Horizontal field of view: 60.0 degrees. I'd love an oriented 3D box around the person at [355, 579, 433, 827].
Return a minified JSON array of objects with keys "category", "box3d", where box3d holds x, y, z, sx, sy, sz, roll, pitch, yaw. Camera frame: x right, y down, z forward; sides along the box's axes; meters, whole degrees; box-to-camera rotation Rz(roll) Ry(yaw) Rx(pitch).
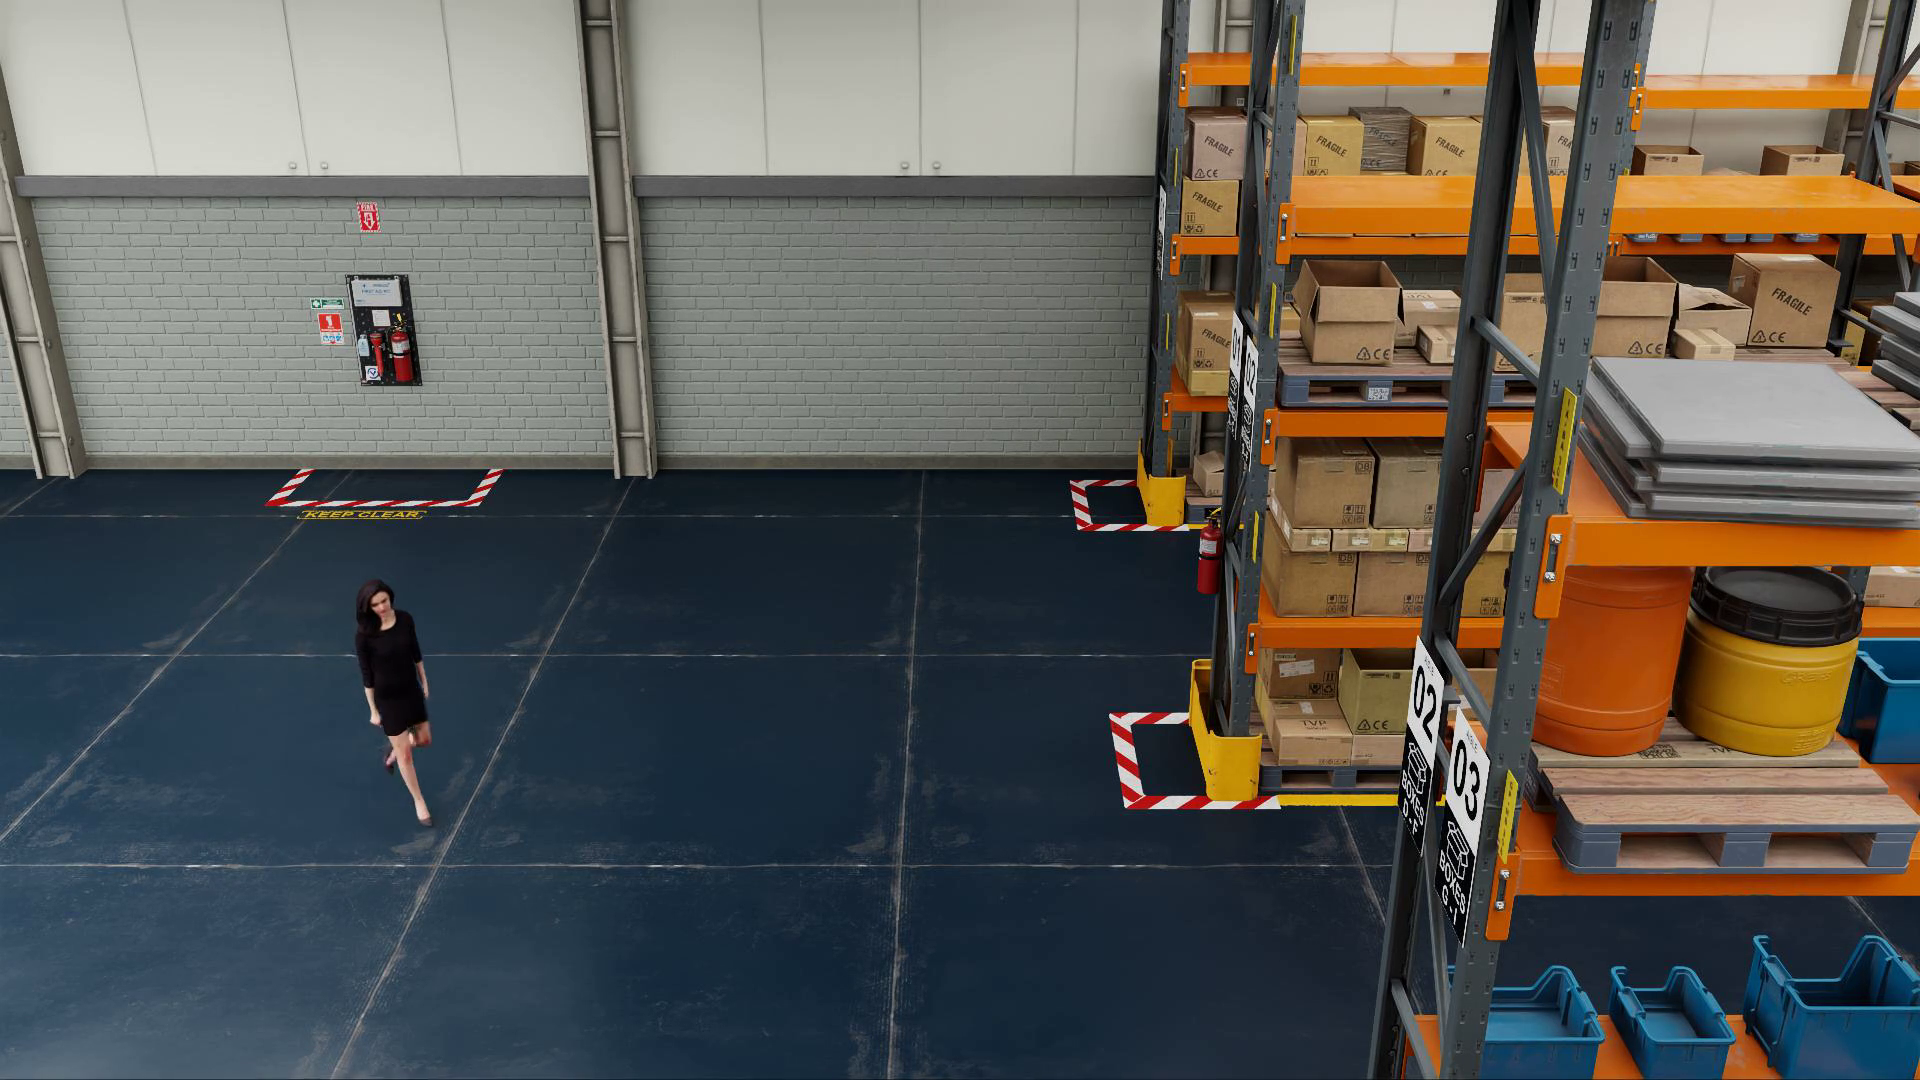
[{"category":"person","box3d":[-3.768,1.056,10.997,0.995,1.772,0.912,18,29,36]}]
